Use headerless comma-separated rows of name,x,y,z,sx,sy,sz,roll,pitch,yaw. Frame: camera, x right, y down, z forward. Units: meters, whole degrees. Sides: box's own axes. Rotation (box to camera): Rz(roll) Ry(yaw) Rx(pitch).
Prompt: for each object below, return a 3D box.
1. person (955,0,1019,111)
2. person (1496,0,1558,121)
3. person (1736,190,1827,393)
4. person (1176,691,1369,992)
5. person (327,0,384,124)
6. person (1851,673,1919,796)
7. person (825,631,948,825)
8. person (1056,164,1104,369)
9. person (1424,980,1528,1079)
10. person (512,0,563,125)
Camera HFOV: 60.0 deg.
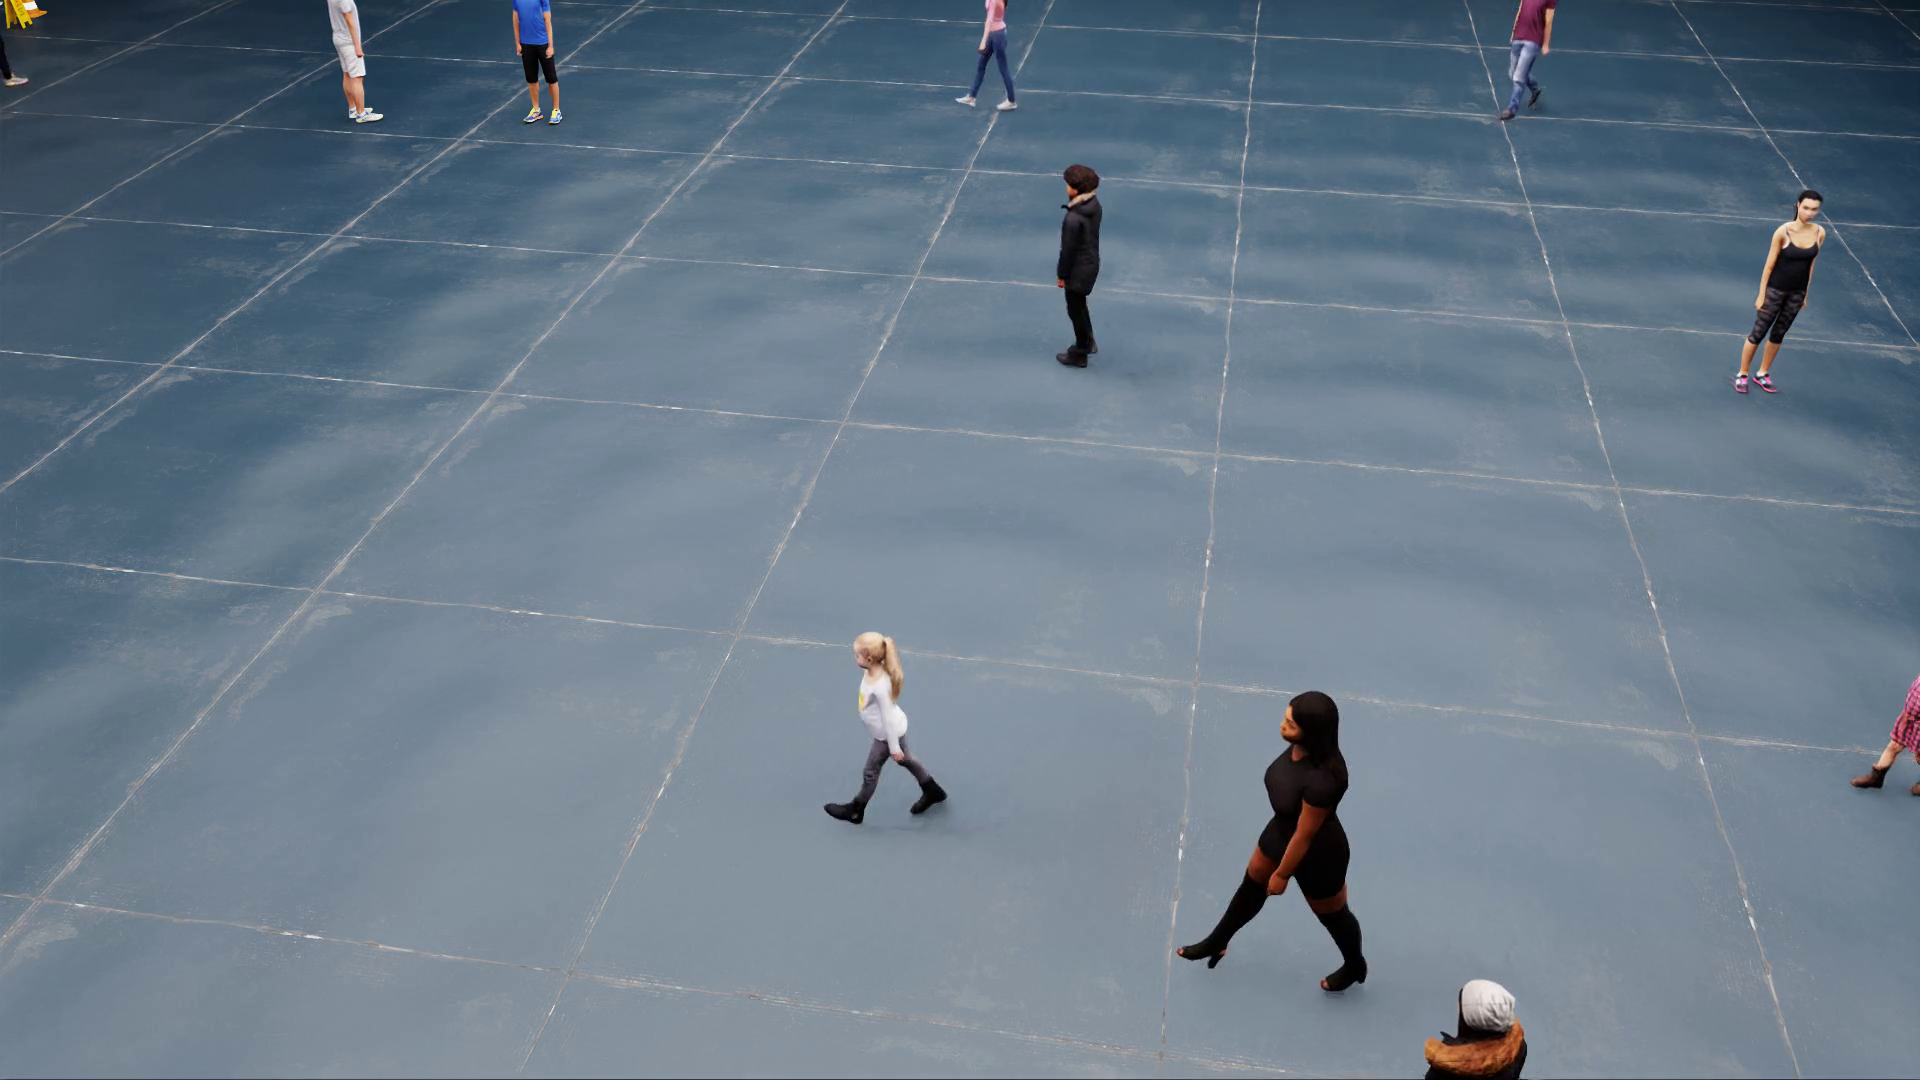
person,0.517,-5.952,19.765,1.019,1.718,0.695,0,32,0
person,6.747,-5.883,19.555,1.152,1.826,1.037,-16,36,-24
person,6.691,-2.018,13.521,0.518,1.727,0.666,0,32,-1
person,1.736,1.488,7.896,1.221,1.799,0.811,-1,32,-1
person,-7.176,-5.849,19.474,0.819,1.854,0.747,-22,38,-31
person,5.457,1.020,9.373,0.733,1.015,0.524,-2,32,-3
person,-0.325,1.038,9.118,0.969,1.256,0.673,-6,33,-9
person,1.079,-2.249,13.850,0.681,1.766,0.710,17,36,24
person,2.018,2.409,6.600,0.831,1.624,0.848,-9,33,-14
person,-4.941,-5.810,19.401,0.478,1.866,0.667,6,33,10
